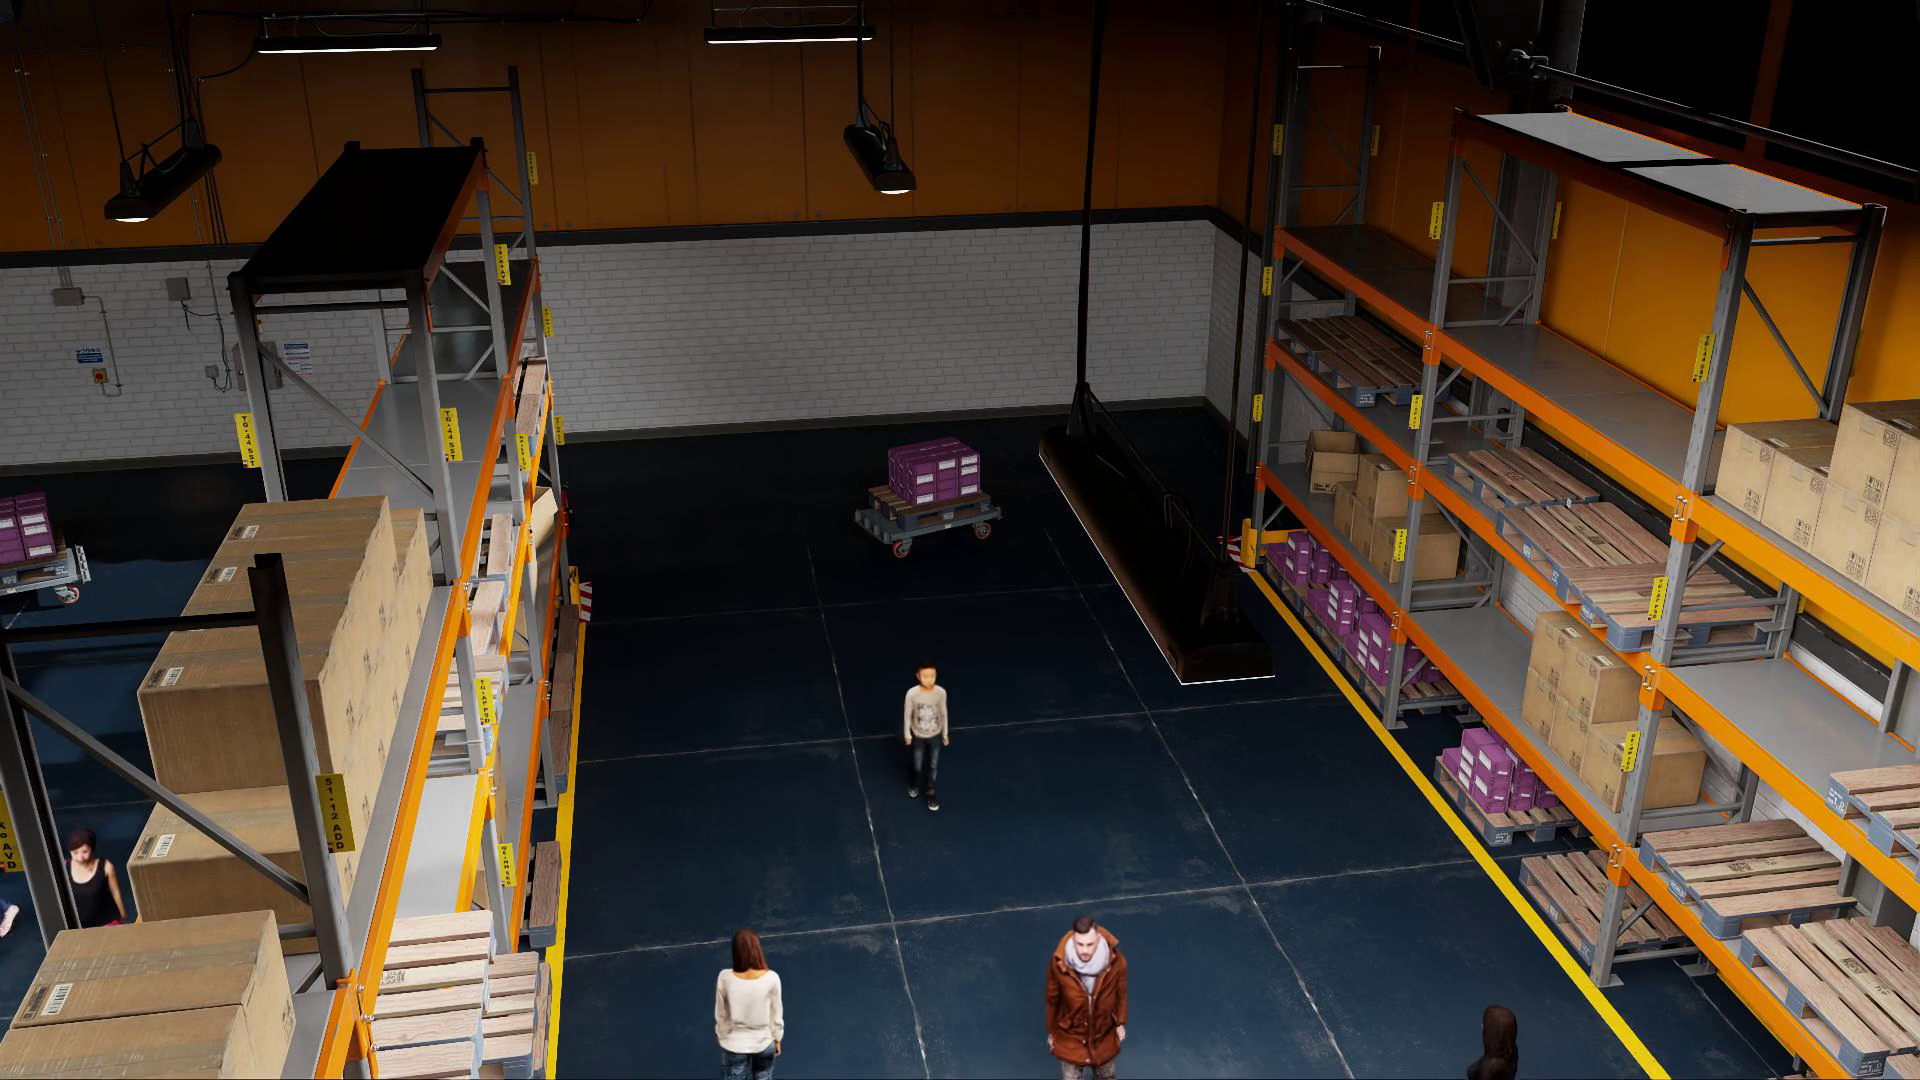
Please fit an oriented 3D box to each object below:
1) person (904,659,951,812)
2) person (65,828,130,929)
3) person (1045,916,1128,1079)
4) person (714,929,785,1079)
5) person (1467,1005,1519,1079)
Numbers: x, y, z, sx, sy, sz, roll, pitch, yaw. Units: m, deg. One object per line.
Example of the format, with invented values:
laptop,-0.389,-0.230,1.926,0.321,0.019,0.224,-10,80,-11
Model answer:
person,-0.315,1.709,14.963,0.574,1.456,0.663,-6,24,-14
person,-6.426,2.785,12.435,0.640,1.509,1.071,-1,24,-1
person,0.825,3.226,11.028,0.736,1.827,0.795,-2,24,-5
person,-1.402,3.352,10.947,0.720,1.662,0.973,-1,24,-2
person,3.348,3.641,10.327,0.711,1.629,0.736,-22,32,-40
